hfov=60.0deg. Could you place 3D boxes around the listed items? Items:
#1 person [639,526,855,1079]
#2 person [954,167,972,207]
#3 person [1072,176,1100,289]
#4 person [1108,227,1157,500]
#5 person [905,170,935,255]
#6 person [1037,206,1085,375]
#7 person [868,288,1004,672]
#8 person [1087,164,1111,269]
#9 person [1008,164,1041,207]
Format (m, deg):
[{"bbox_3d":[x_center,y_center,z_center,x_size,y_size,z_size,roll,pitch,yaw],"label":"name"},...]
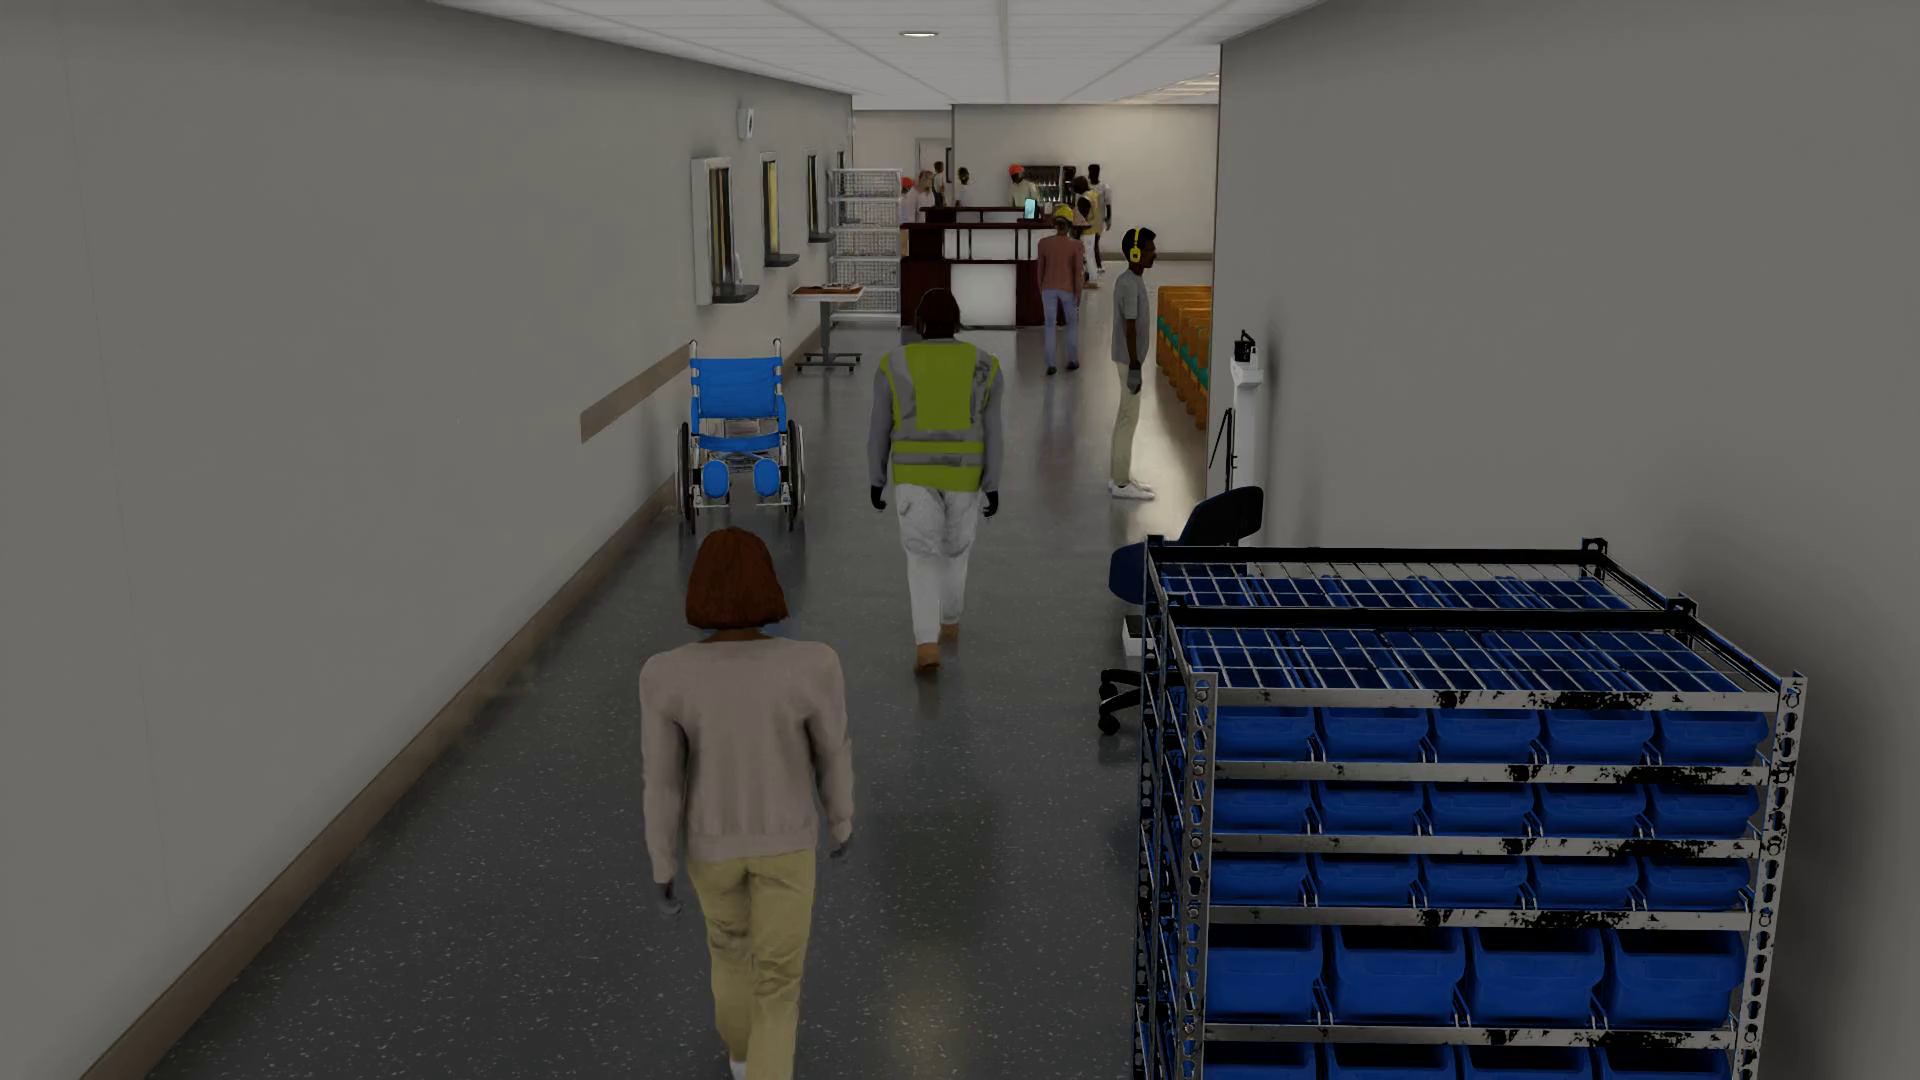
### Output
[{"bbox_3d":[-0.520,0.756,4.083,0.500,1.591,0.856,1,14,3],"label":"person"},{"bbox_3d":[0.043,-6.132,31.561,0.403,1.839,0.648,9,16,31],"label":"person"},{"bbox_3d":[1.973,-4.945,26.788,0.630,1.805,0.700,3,14,13],"label":"person"},{"bbox_3d":[1.206,-1.221,11.539,0.312,1.869,0.537,0,14,2],"label":"person"},{"bbox_3d":[-0.612,-5.036,26.987,0.557,1.881,0.682,13,19,42],"label":"person"},{"bbox_3d":[1.073,-2.637,17.577,0.528,1.734,0.785,4,14,14],"label":"person"},{"bbox_3d":[-0.112,-0.297,7.949,0.640,1.801,0.962,-2,14,-7],"label":"person"},{"bbox_3d":[2.344,-5.810,30.052,0.620,1.914,0.988,11,18,39],"label":"person"},{"bbox_3d":[1.142,-5.835,30.161,1.031,1.911,0.620,-11,17,-37],"label":"person"}]
